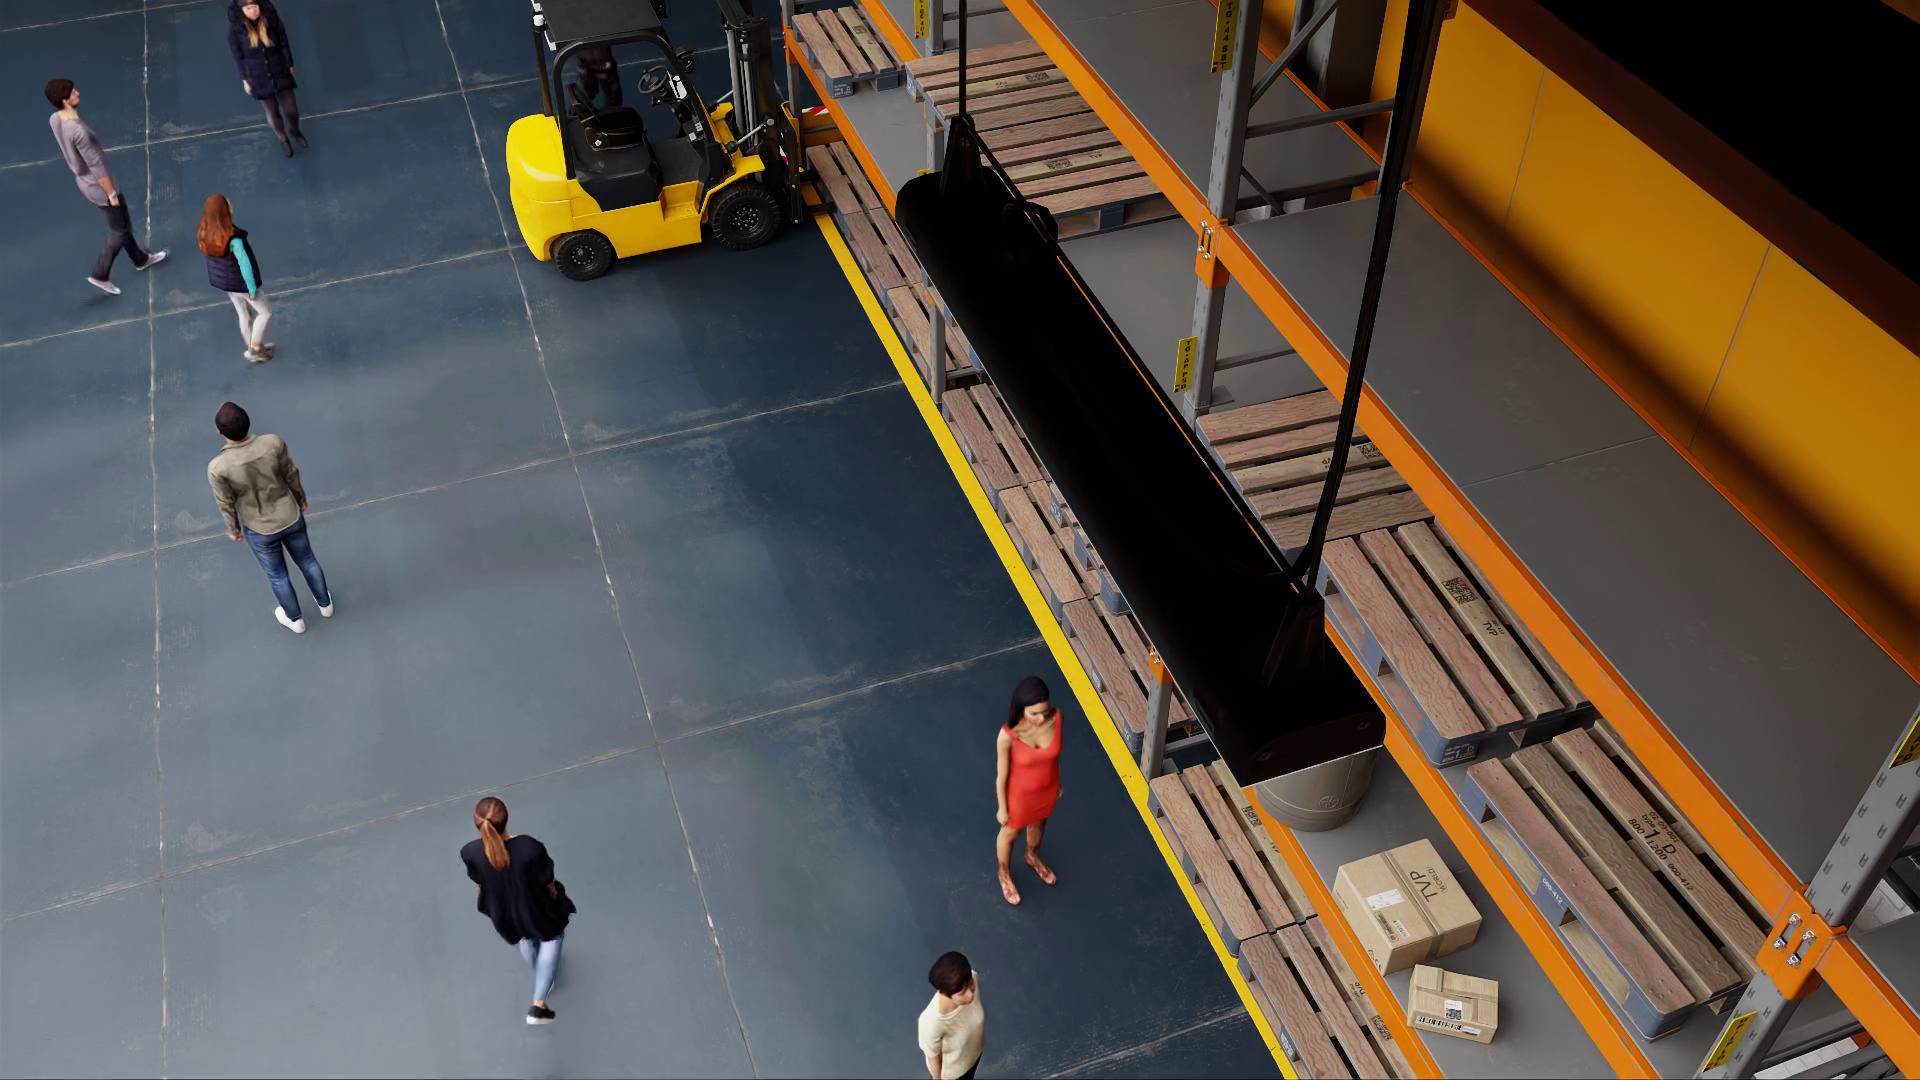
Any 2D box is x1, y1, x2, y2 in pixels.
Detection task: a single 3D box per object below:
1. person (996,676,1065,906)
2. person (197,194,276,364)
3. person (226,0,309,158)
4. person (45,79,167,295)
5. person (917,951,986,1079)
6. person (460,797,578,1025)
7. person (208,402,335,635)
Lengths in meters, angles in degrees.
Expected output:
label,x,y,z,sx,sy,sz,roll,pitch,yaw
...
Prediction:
label,x,y,z,sx,sy,sz,roll,pitch,yaw
person,0.387,1.382,9.321,0.630,1.719,0.578,-24,49,-23
person,-5.720,-2.003,13.039,0.687,1.491,0.753,21,48,21
person,-6.425,-4.352,15.376,0.689,1.670,0.677,-19,47,-19
person,-7.183,-2.921,13.744,1.026,1.848,0.999,33,53,30
person,-0.029,2.538,8.203,0.673,1.587,0.654,25,49,24
person,-2.311,1.981,8.725,0.803,1.673,0.932,2,44,2
person,-4.472,-0.134,10.806,0.783,1.866,0.745,-33,53,-30
